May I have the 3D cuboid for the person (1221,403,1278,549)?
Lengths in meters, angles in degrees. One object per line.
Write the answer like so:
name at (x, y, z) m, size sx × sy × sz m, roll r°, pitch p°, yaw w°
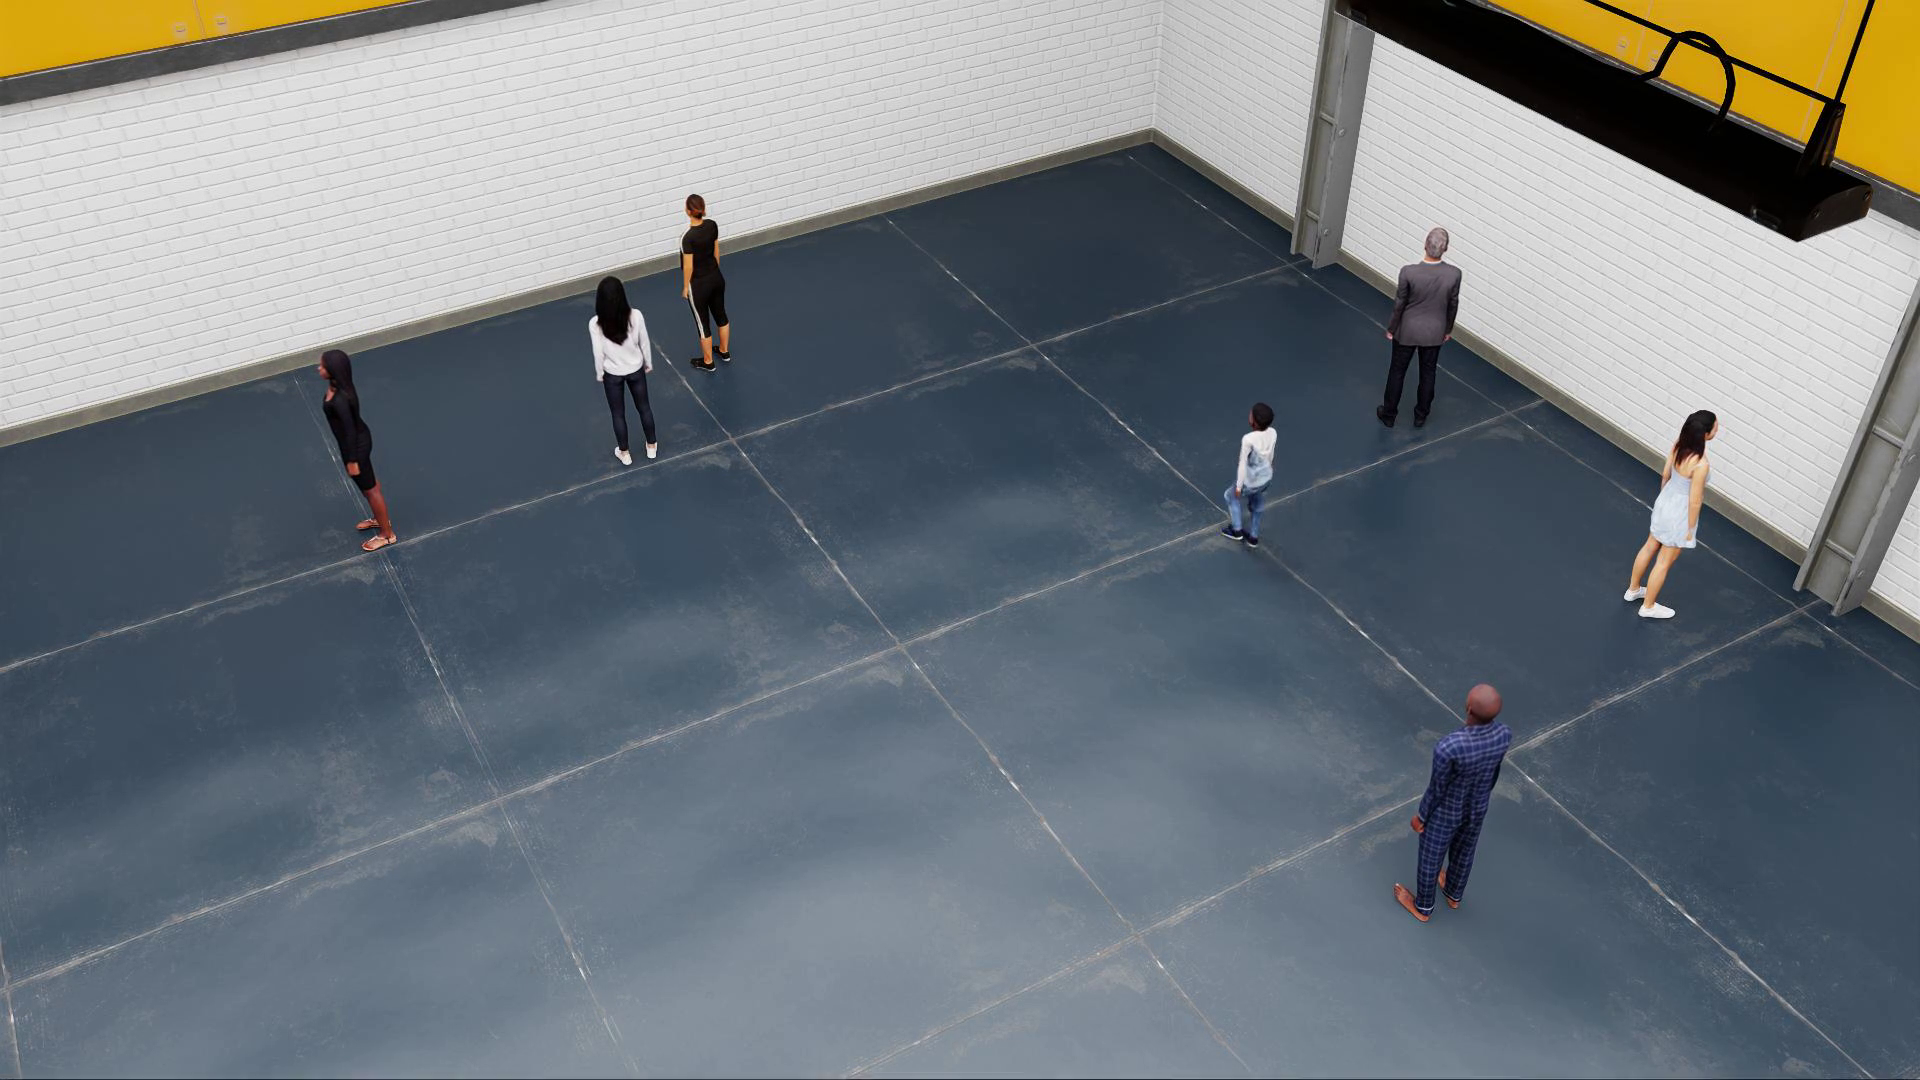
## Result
person at (2.253, -0.452, 12.604) m, size 0.513 × 1.248 × 0.529 m, roll -18°, pitch 42°, yaw -21°

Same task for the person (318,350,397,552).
person at (-4.560, -0.695, 12.530) m, size 0.705 × 1.719 × 0.503 m, roll -13°, pitch 40°, yaw -16°

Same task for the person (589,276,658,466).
person at (-2.709, -1.368, 13.388) m, size 0.641 × 1.700 × 0.588 m, roll -15°, pitch 41°, yaw -18°

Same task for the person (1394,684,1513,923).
person at (2.894, 1.523, 9.673) m, size 0.683 × 1.819 × 0.622 m, roll -15°, pitch 41°, yaw -18°

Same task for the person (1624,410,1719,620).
person at (5.108, -0.198, 11.900) m, size 0.713 × 1.730 × 0.577 m, roll -6°, pitch 39°, yaw -8°

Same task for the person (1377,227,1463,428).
person at (3.805, -1.752, 13.756) m, size 0.802 × 1.842 × 0.803 m, roll 1°, pitch 39°, yaw 1°

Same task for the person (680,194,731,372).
person at (-2.231, -2.265, 14.536) m, size 0.648 × 1.669 × 0.654 m, roll 26°, pitch 45°, yaw 29°
